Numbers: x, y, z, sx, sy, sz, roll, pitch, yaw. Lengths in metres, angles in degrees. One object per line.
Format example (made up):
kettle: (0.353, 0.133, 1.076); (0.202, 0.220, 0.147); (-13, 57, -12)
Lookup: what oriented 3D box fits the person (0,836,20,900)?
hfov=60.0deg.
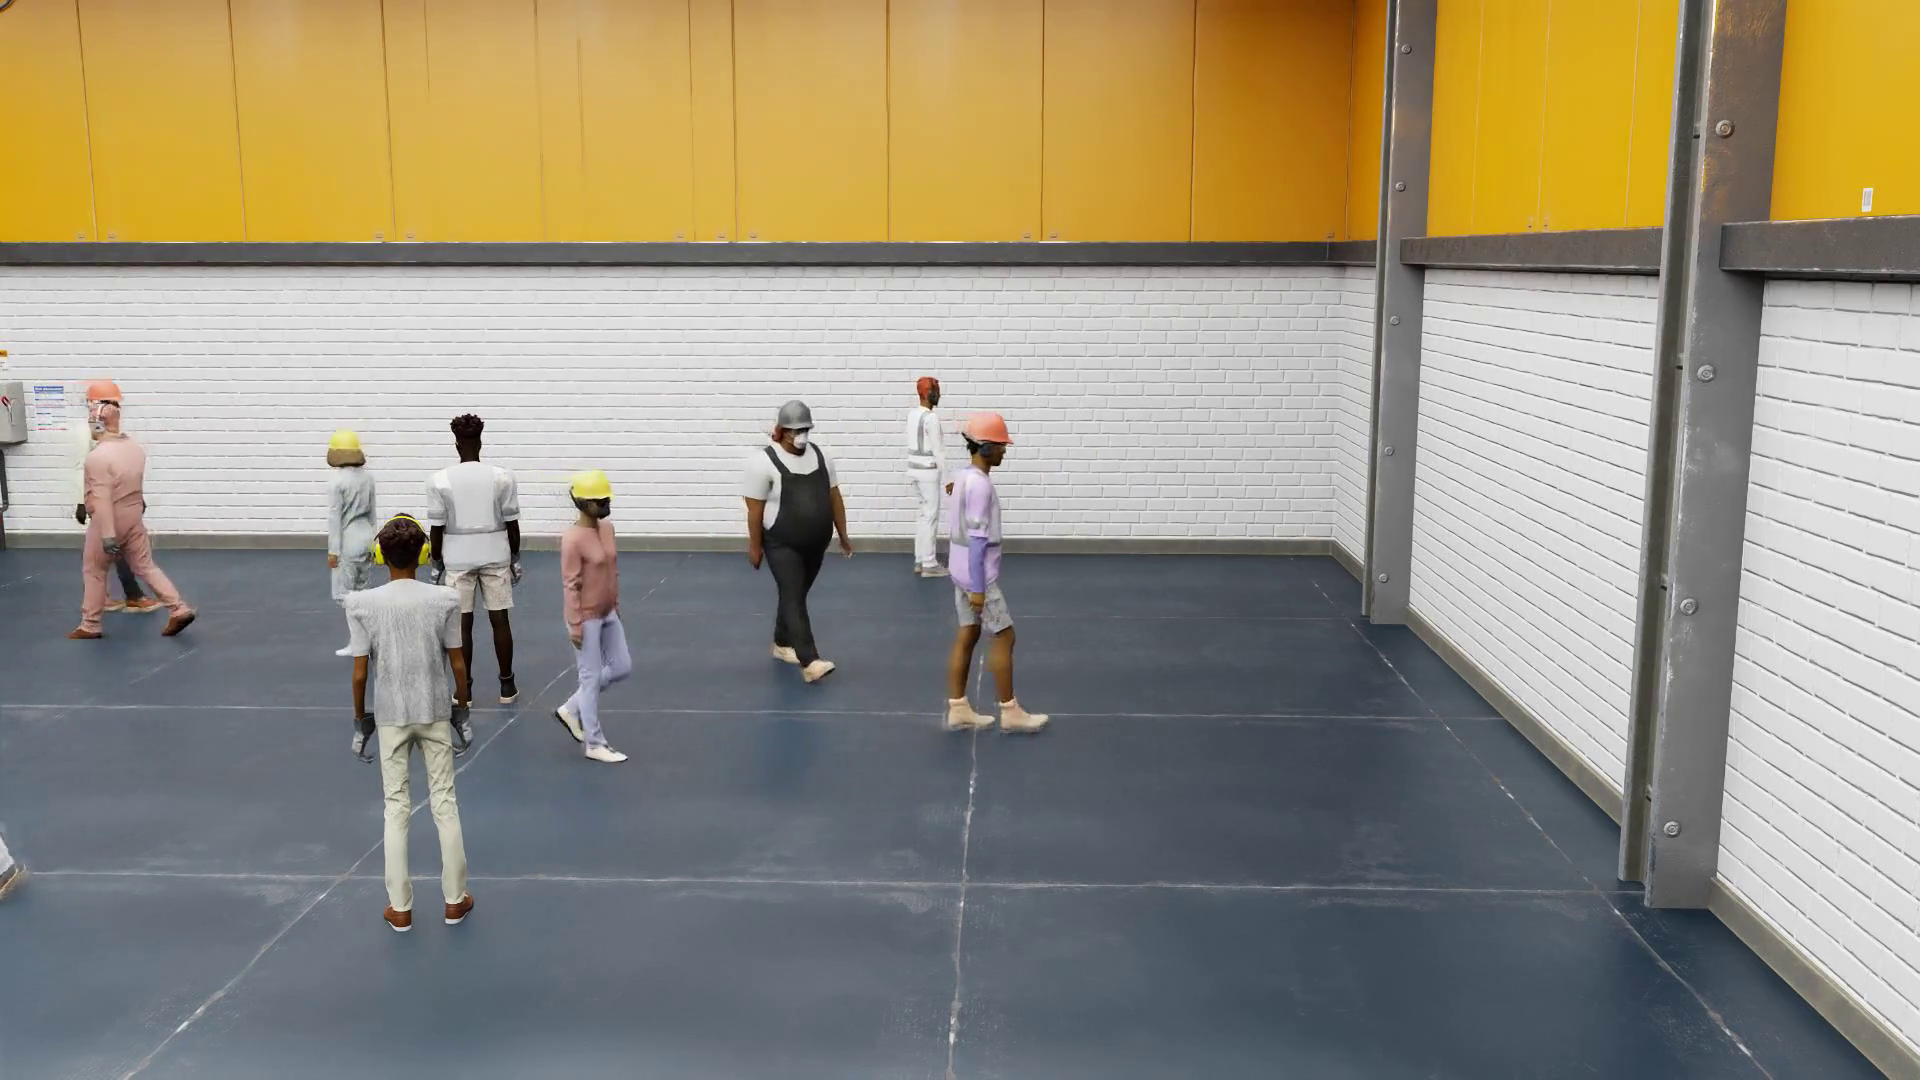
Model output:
person: (-4.617, 0.839, 7.335); (0.587, 1.840, 0.965); (2, 10, 12)

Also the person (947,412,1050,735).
person: (0.250, 0.212, 10.427); (0.741, 2.024, 0.643); (-2, 10, -9)

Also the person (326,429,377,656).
person: (-4.420, 0.042, 12.292); (0.534, 1.726, 0.503); (2, 10, 14)

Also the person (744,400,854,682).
person: (-1.139, -0.044, 11.899); (0.699, 2.000, 1.036); (-9, 13, -42)

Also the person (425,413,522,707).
person: (-3.221, 0.137, 11.070); (0.604, 1.961, 0.367); (-3, 10, -20)

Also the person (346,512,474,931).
person: (-2.439, 0.811, 7.406); (0.515, 1.868, 0.329); (-3, 10, -19)

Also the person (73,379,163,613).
person: (-7.027, -0.360, 13.951); (0.837, 1.964, 0.654); (0, 10, 1)

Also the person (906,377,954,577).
person: (-0.287, -0.588, 15.560); (0.388, 1.878, 0.585); (-4, 11, -23)

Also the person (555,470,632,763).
person: (-2.195, 0.447, 9.841); (0.440, 1.752, 0.547); (3, 10, 17)

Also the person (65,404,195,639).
person: (-6.531, -0.137, 12.980); (0.976, 1.875, 0.646); (1, 10, 8)
